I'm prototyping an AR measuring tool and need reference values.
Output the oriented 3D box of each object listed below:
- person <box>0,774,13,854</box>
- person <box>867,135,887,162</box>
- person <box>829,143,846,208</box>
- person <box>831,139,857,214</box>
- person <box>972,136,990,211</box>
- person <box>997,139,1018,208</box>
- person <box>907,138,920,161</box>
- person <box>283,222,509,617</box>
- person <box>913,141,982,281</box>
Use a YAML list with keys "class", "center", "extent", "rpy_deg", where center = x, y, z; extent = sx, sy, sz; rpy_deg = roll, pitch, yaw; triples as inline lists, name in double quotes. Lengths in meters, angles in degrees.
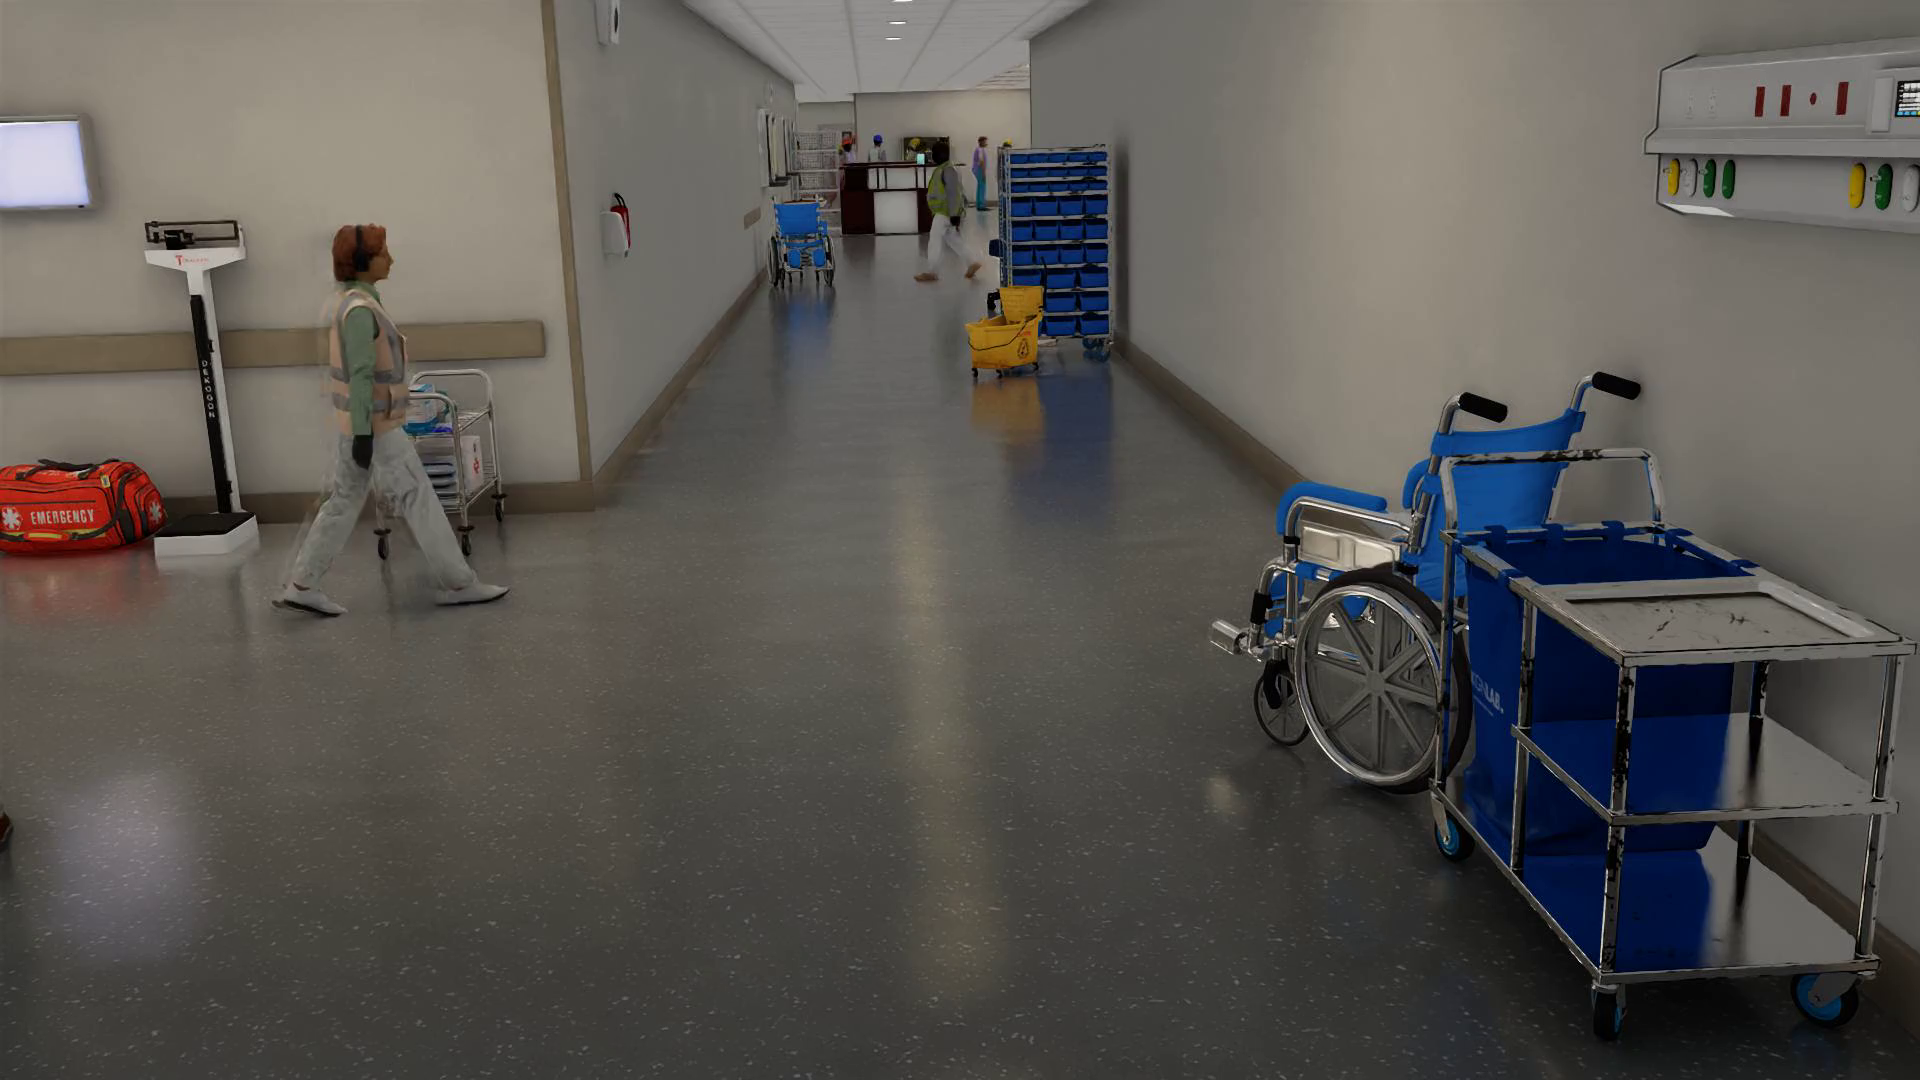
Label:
- class: "person"
  center: [-2.875, -0.044, 4.333]
  extent: [0.627, 1.933, 0.371]
  rpy_deg: [-13, 18, -39]
- class: "person"
  center: [-2.081, -9.365, 42.520]
  extent: [0.603, 1.944, 0.391]
  rpy_deg: [8, 17, 35]
- class: "person"
  center: [-3.119, -9.305, 42.791]
  extent: [0.541, 1.753, 0.535]
  rpy_deg: [-12, 17, -36]
- class: "person"
  center: [-2.785, -9.111, 41.732]
  extent: [0.993, 1.866, 0.536]
  rpy_deg: [1, 14, 11]
- class: "person"
  center: [0.520, -9.154, 41.619]
  extent: [0.416, 1.828, 0.610]
  rpy_deg: [-4, 14, -9]
- class: "person"
  center: [1.214, -9.110, 41.514]
  extent: [0.615, 1.757, 0.397]
  rpy_deg: [6, 16, 30]
- class: "person"
  center: [-1.057, -8.593, 39.459]
  extent: [0.404, 1.834, 0.592]
  rpy_deg: [-4, 14, -10]
- class: "person"
  center: [-2.389, -0.474, 6.737]
  extent: [0.881, 1.596, 0.526]
  rpy_deg: [-7, 15, -22]
- class: "person"
  center: [-0.160, -4.328, 21.893]
  extent: [0.923, 1.811, 0.630]
  rpy_deg: [-4, 14, -10]
